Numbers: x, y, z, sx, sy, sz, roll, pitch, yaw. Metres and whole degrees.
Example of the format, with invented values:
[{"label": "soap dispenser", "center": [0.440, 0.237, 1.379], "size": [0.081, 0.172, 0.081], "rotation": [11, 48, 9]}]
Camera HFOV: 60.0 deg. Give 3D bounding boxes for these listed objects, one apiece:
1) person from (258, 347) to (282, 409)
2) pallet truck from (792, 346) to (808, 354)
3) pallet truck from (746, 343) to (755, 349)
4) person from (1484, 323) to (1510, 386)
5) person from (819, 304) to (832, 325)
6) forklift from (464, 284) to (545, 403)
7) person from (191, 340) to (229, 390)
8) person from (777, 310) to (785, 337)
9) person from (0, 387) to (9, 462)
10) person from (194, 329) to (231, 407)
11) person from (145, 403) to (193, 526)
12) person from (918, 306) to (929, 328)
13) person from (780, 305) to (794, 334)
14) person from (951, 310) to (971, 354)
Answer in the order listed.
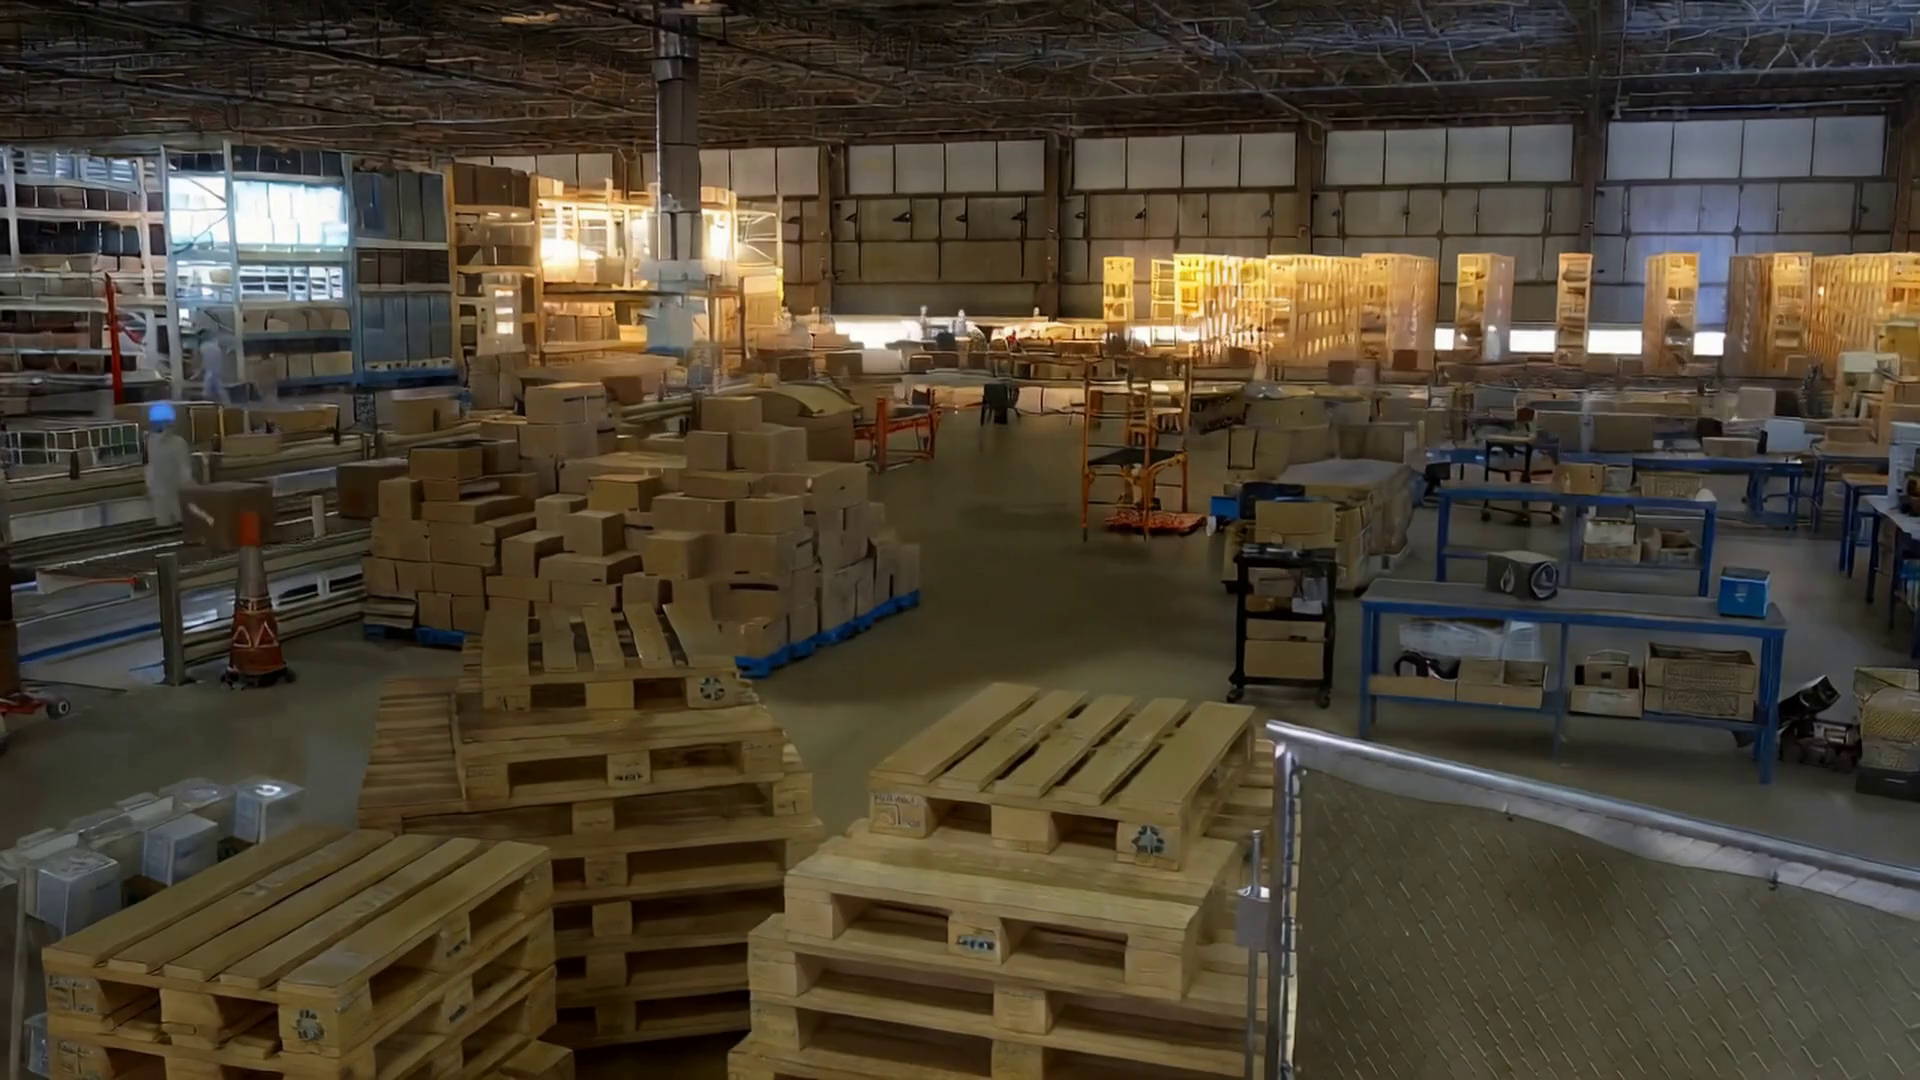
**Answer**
[{"label": "person", "center": [-13.645, -3.022, 32.970], "size": [0.341, 1.620, 0.520], "rotation": [3, 10, 20]}, {"label": "pallet truck", "center": [-3.705, -4.298, 42.022], "size": [0.653, 1.274, 1.630], "rotation": [3, 10, 20]}, {"label": "pallet truck", "center": [-6.183, -4.618, 44.264], "size": [1.601, 1.201, 0.680], "rotation": [-9, 12, -43]}, {"label": "person", "center": [13.801, -4.683, 42.864], "size": [0.812, 1.808, 0.599], "rotation": [5, 10, 29]}, {"label": "person", "center": [-4.926, -7.629, 60.757], "size": [0.379, 1.996, 0.609], "rotation": [8, 12, 40]}, {"label": "forklift", "center": [-10.832, -4.702, 39.610], "size": [1.129, 2.768, 1.873], "rotation": [3, 10, 20]}, {"label": "person", "center": [-19.194, -4.622, 42.321], "size": [0.663, 1.857, 1.011], "rotation": [5, 10, 28]}, {"label": "person", "center": [-6.794, -7.946, 63.583], "size": [0.531, 1.726, 0.870], "rotation": [3, 10, 19]}, {"label": "person", "center": [-15.521, -2.094, 26.697], "size": [0.602, 1.784, 0.954], "rotation": [2, 9, 14]}, {"label": "person", "center": [-16.086, -3.568, 35.627], "size": [0.996, 1.882, 0.619], "rotation": [-9, 12, -43]}, {"label": "person", "center": [-8.004, -0.521, 16.897], "size": [0.530, 1.754, 0.457], "rotation": [4, 10, 26]}, {"label": "person", "center": [-1.532, -8.500, 66.837], "size": [0.922, 1.809, 0.634], "rotation": [-1, 9, -5]}, {"label": "person", "center": [-6.425, -7.769, 61.862], "size": [0.575, 1.925, 0.462], "rotation": [3, 10, 20]}, {"label": "person", "center": [0.060, -6.462, 53.736], "size": [0.608, 1.890, 1.004], "rotation": [-7, 12, -39]}]
